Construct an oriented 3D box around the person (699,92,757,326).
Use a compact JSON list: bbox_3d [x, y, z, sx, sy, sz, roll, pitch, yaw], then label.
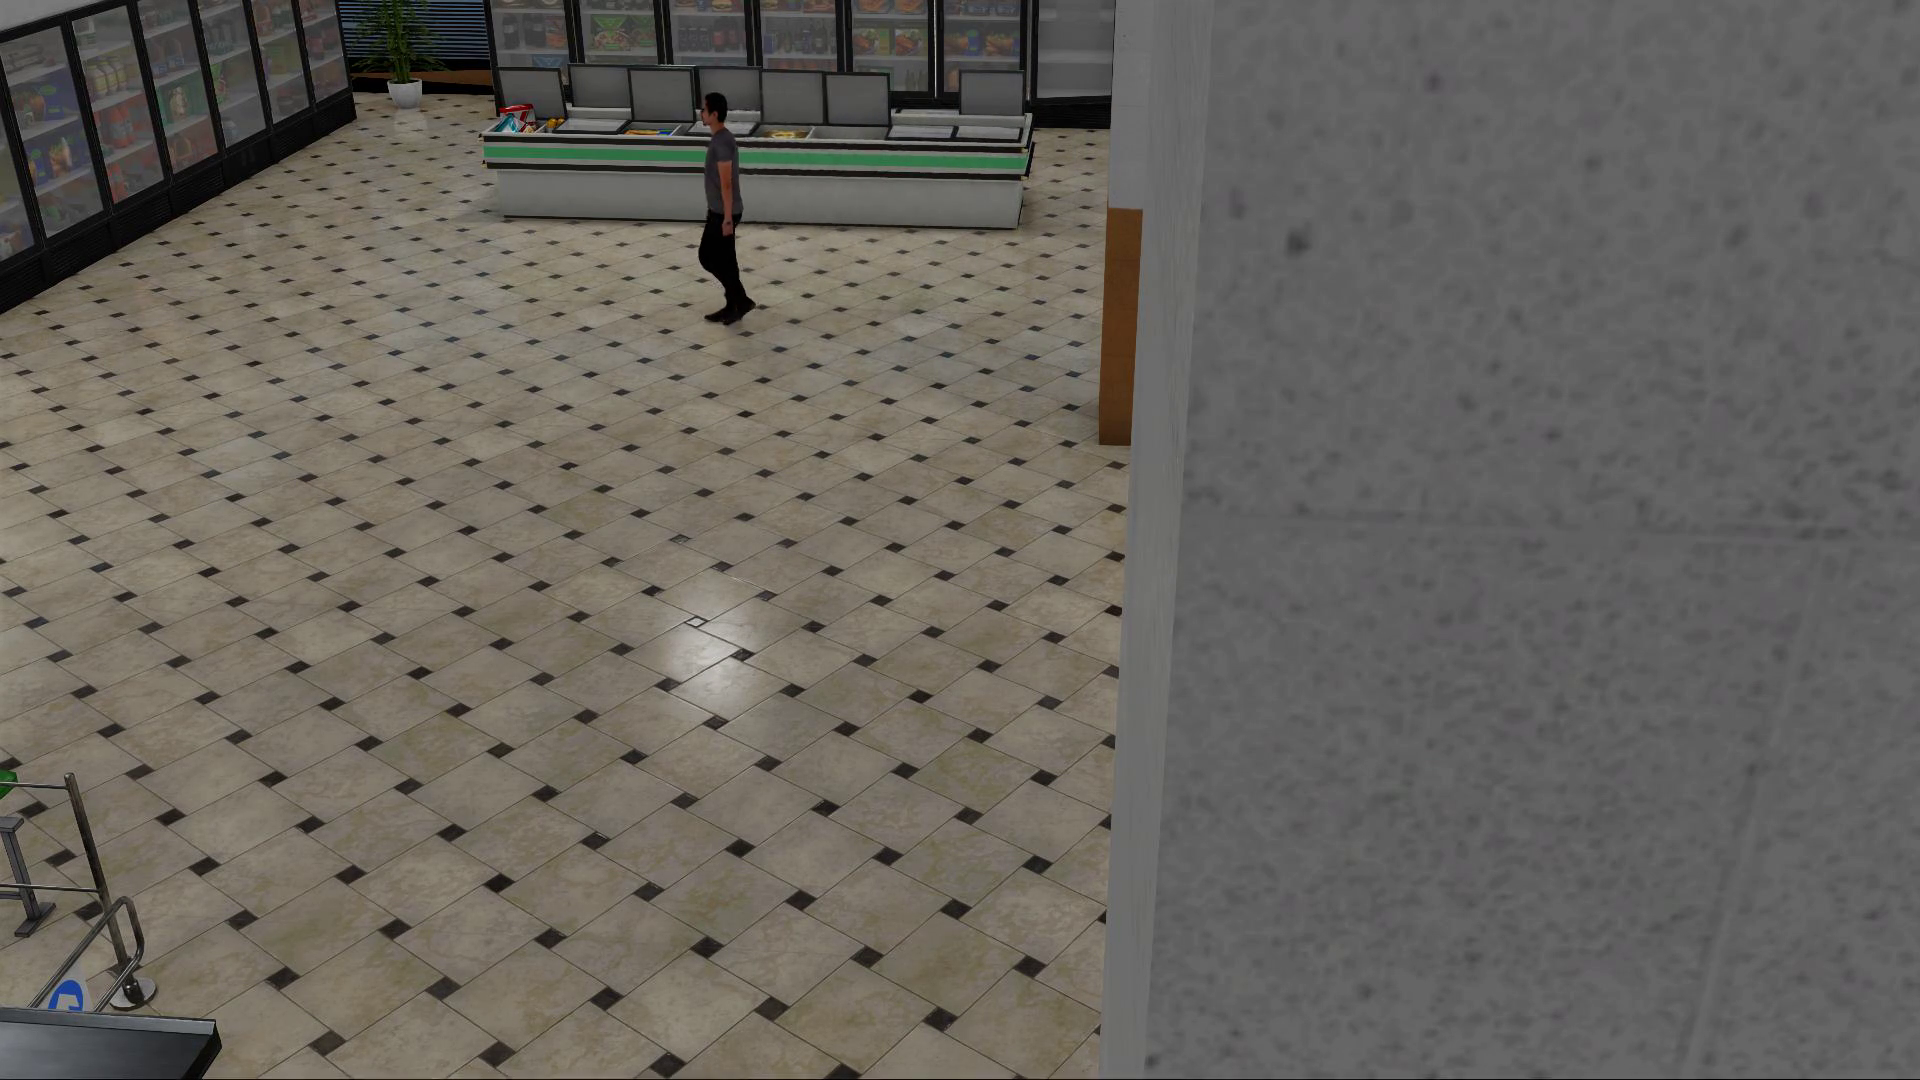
[{"bbox_3d":[-1.705,-2.477,12.514,0.729,1.747,0.731,-5,27,-10],"label":"person"}]
